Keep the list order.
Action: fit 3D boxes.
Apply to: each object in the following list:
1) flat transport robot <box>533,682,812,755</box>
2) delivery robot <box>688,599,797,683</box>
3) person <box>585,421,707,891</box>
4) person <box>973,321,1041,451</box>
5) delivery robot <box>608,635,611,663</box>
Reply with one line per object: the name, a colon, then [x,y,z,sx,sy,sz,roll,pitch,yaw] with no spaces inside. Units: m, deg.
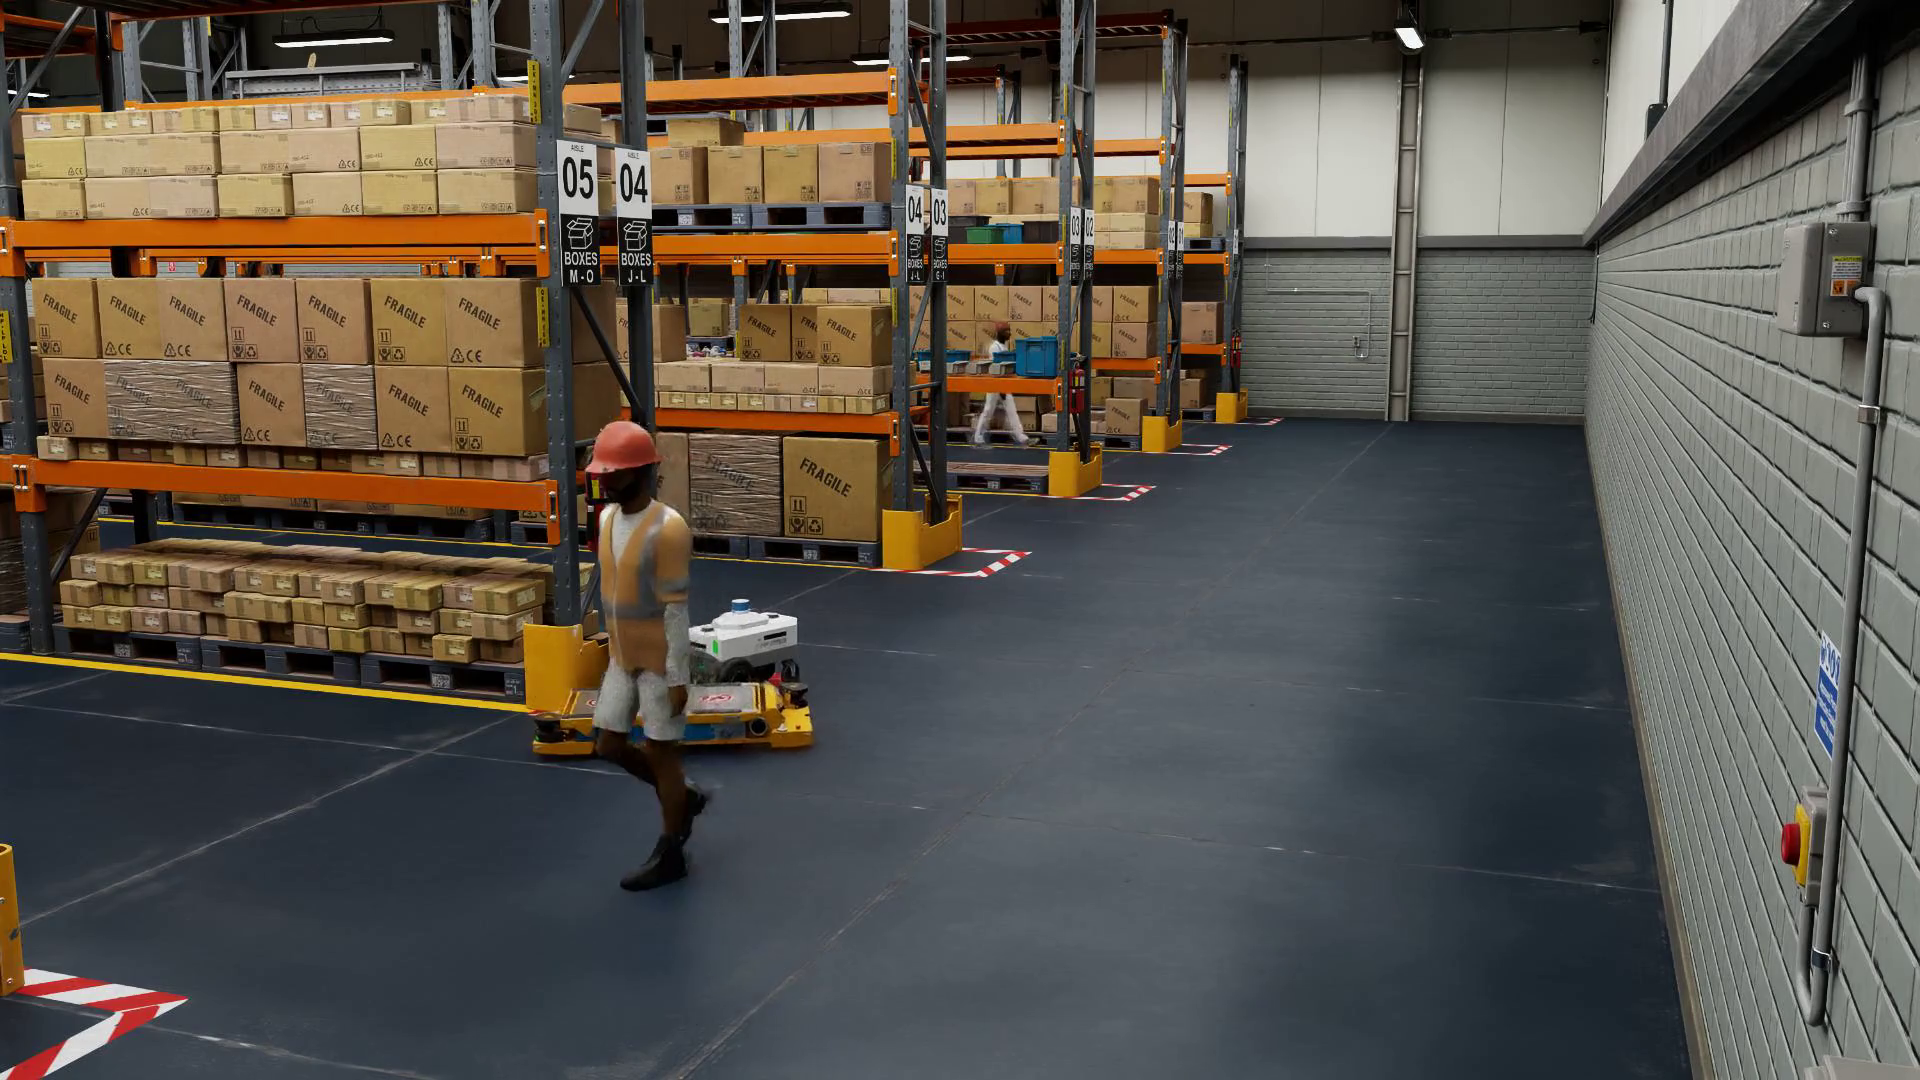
flat transport robot: [-1.522,0.947,8.919,1.431,0.197,0.652,-1,9,-7]
delivery robot: [-1.305,0.596,9.930,0.477,0.478,0.707,8,12,40]
person: [-1.262,0.469,6.760,0.562,1.922,0.527,8,12,40]
person: [0.620,-2.160,23.442,0.997,1.826,0.604,3,10,19]
delivery robot: [-1.818,0.652,9.584,0.477,0.478,0.707,-3,10,-18]
